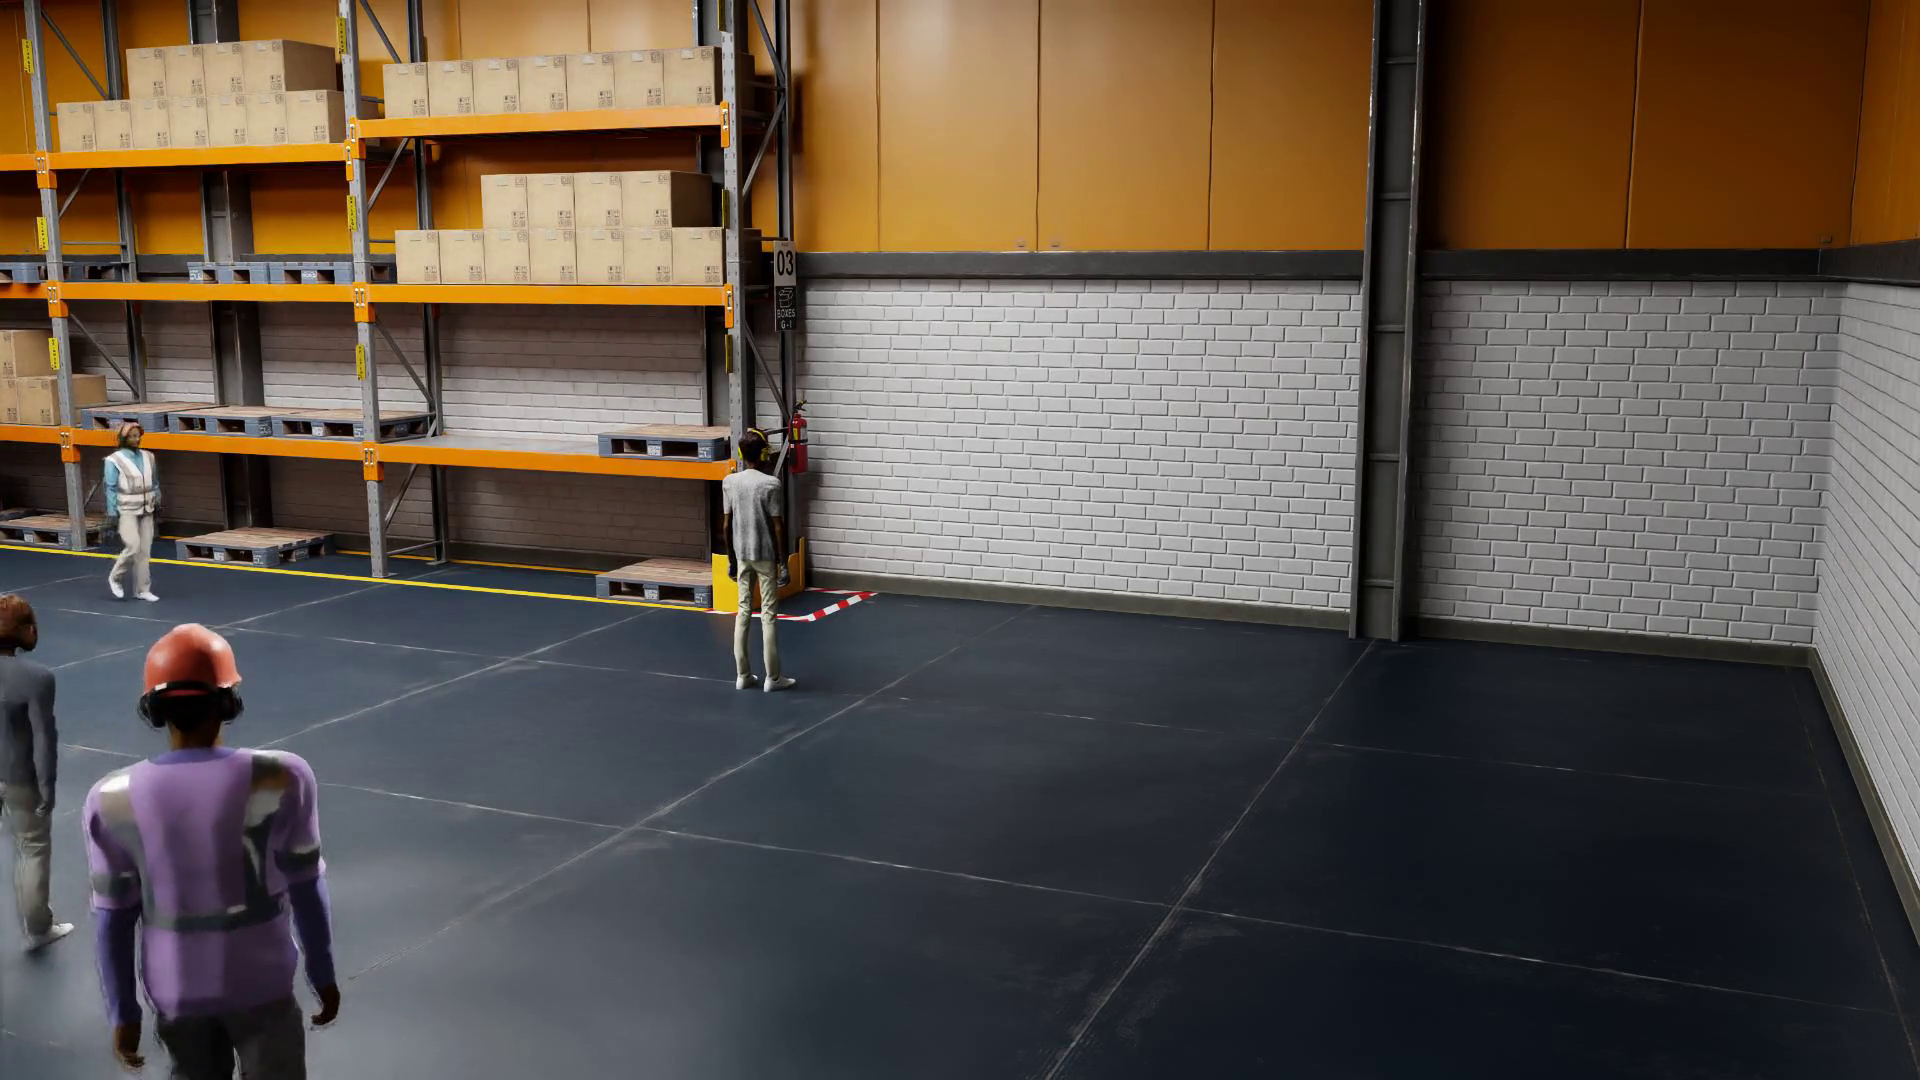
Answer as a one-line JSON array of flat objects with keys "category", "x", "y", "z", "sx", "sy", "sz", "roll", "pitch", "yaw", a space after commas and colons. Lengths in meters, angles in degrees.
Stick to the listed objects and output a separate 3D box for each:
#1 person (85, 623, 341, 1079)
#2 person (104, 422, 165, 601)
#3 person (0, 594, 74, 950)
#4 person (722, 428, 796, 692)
[{"category": "person", "x": -2.091, "y": 1.245, "z": 4.650, "sx": 0.615, "sy": 2.020, "sz": 0.780, "roll": -1, "pitch": 9, "yaw": -8}, {"category": "person", "x": -7.382, "y": -0.246, "z": 14.861, "sx": 0.389, "sy": 1.630, "sz": 0.513, "roll": 3, "pitch": 10, "yaw": 20}, {"category": "person", "x": -4.142, "y": 1.049, "z": 7.101, "sx": 0.530, "sy": 1.610, "sz": 0.654, "roll": 1, "pitch": 9, "yaw": 5}, {"category": "person", "x": -1.427, "y": 0.142, "z": 11.787, "sx": 0.508, "sy": 1.876, "sz": 0.328, "roll": 4, "pitch": 10, "yaw": 22}]
